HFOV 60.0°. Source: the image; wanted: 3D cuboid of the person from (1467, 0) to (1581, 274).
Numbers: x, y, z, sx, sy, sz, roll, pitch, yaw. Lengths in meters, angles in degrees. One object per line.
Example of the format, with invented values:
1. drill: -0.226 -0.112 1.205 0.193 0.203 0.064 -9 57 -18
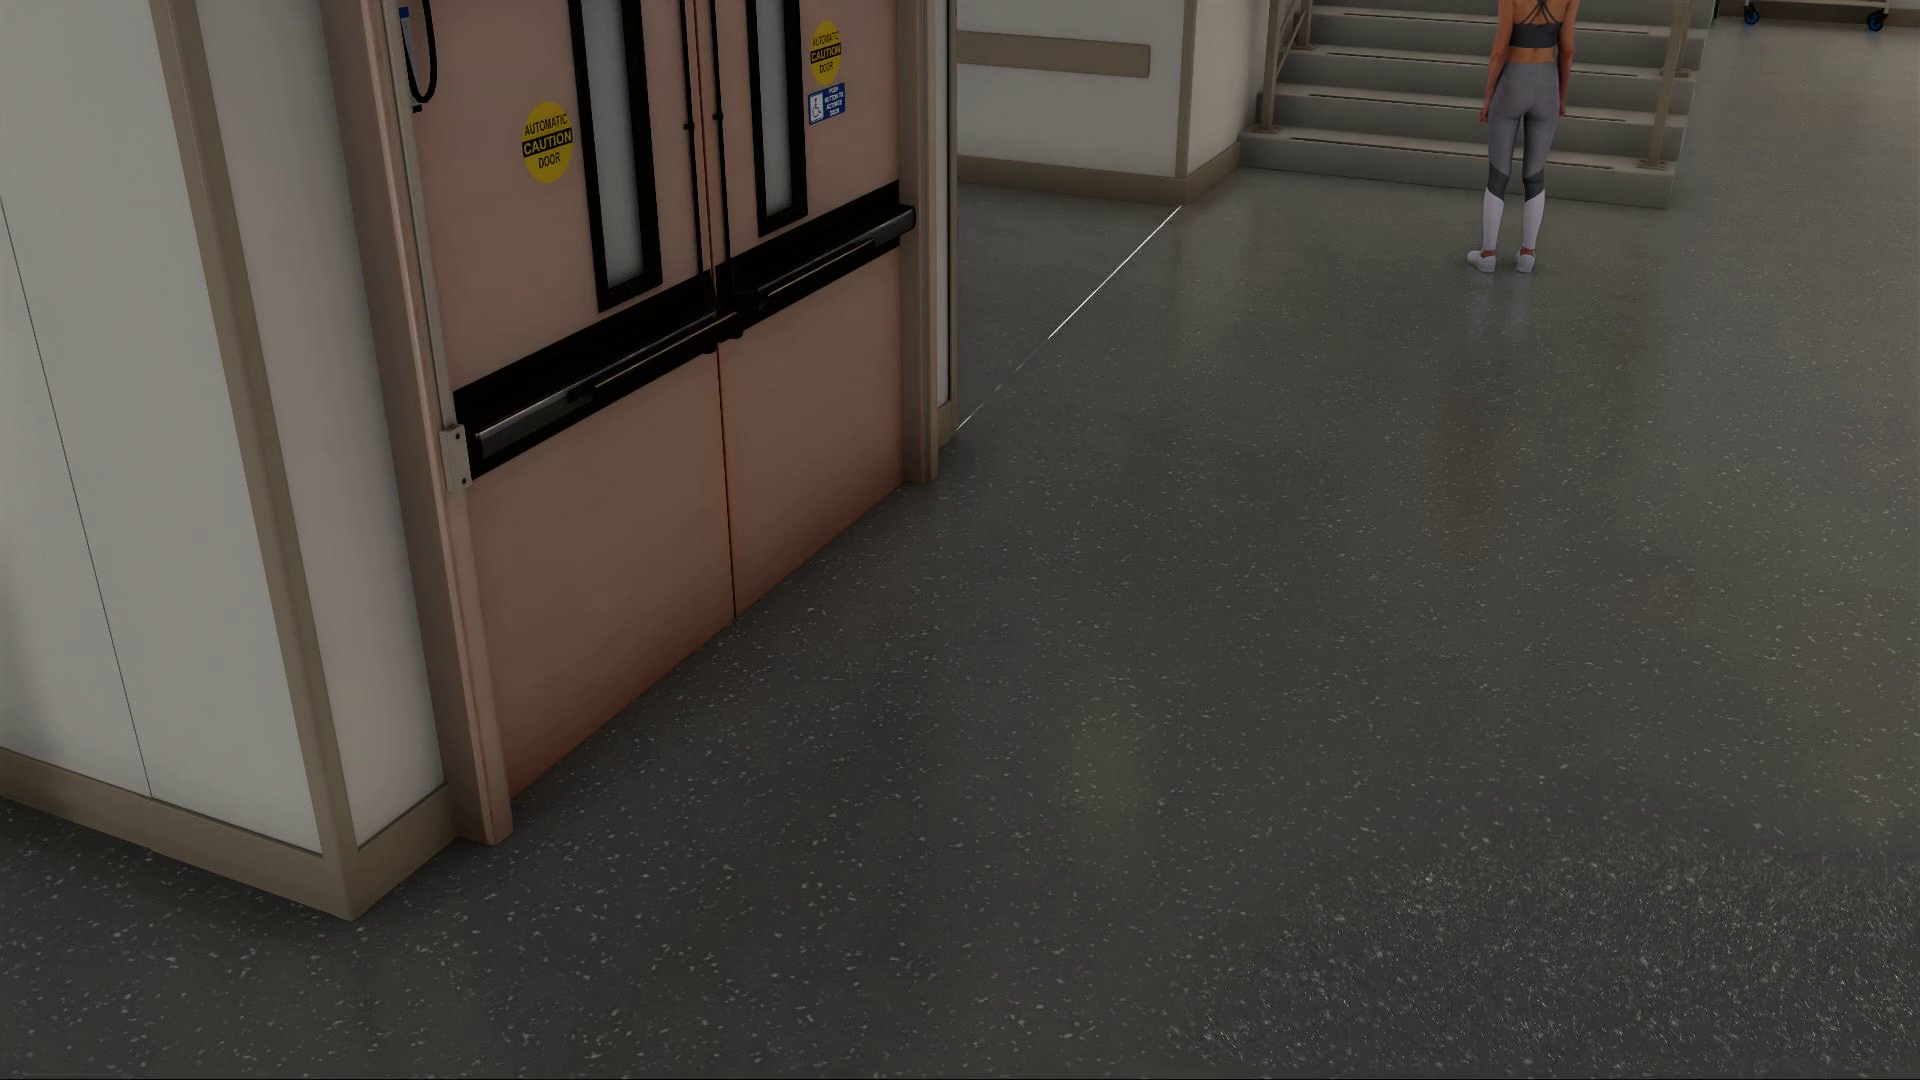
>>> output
1. person: 2.812 -2.185 8.274 0.647 1.704 0.655 1 26 3
